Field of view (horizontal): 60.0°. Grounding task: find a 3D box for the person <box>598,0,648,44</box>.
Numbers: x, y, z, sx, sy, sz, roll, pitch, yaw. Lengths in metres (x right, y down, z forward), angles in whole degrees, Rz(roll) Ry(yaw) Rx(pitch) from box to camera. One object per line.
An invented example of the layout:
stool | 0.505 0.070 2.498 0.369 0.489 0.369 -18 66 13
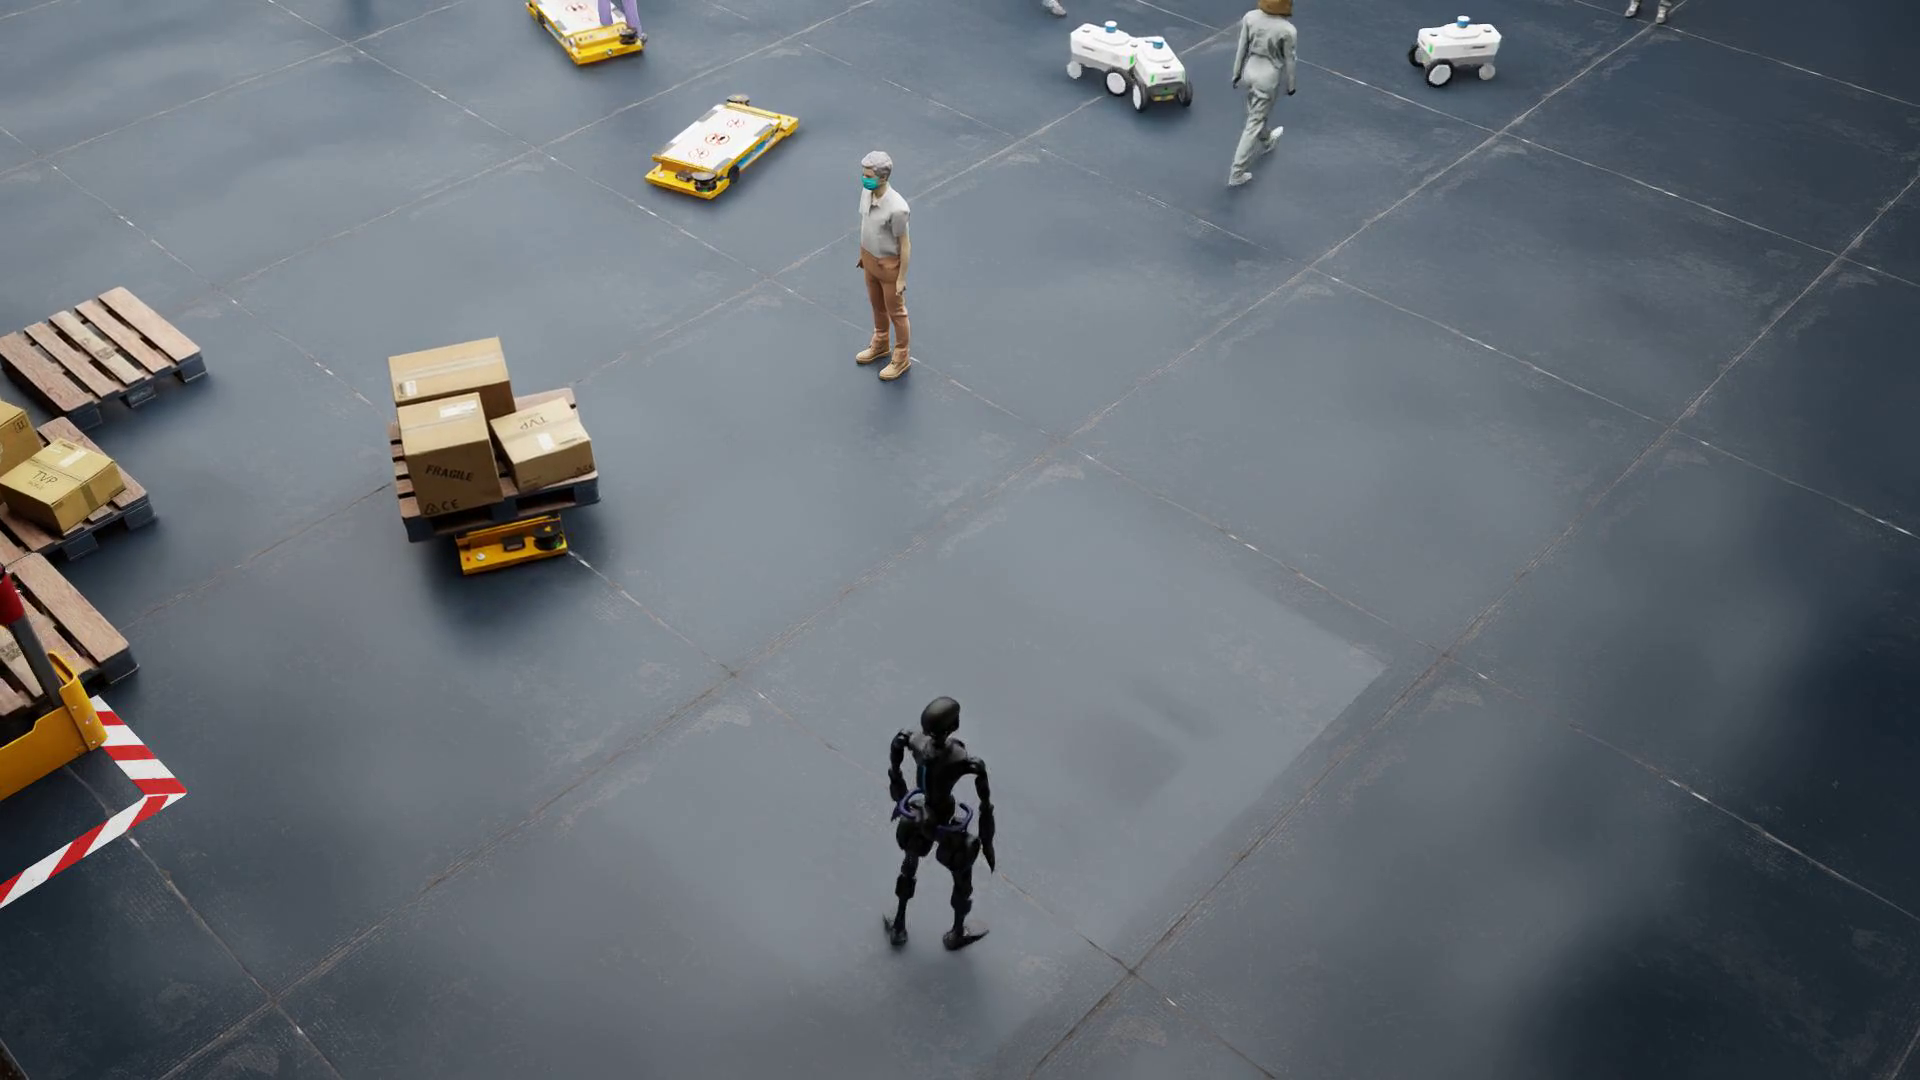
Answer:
person | -3.253 -5.448 15.405 0.565 1.841 0.378 0 42 0

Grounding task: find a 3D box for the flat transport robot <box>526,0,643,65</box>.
flat transport robot | -3.661 -5.028 16.114 0.659 0.231 1.431 -21 46 -22

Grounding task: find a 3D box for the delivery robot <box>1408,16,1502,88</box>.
delivery robot | 4.556 -4.520 15.351 0.790 0.614 0.499 -6 42 -7

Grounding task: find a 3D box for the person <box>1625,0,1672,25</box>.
person | 6.786 -5.890 15.909 0.570 1.830 0.405 20 46 21

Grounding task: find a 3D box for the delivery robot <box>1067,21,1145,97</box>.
delivery robot | 1.389 -4.443 15.264 0.805 0.612 0.499 26 48 26

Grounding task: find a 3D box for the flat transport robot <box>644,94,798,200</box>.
flat transport robot | -2.038 -3.388 14.292 0.659 0.231 1.431 19 45 20

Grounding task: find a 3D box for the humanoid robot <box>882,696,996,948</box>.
humanoid robot | -0.114 1.379 7.940 0.601 1.646 0.386 19 45 20

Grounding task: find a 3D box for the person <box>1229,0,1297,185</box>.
person | 2.538 -3.814 13.698 0.925 1.697 0.498 -33 51 -31

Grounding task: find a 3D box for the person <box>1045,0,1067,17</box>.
person | 0.773 -6.085 16.150 0.586 1.807 0.857 -34 52 -32

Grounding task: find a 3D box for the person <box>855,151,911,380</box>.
person | -0.536 -1.916 11.550 0.304 1.744 0.491 -29 49 -28

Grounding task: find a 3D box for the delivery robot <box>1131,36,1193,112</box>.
delivery robot | 1.774 -4.235 15.022 0.499 0.598 0.791 -9 43 -10

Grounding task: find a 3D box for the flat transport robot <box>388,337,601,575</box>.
flat transport robot | -3.022 -0.350 10.915 0.659 0.231 1.431 -13 44 -14
